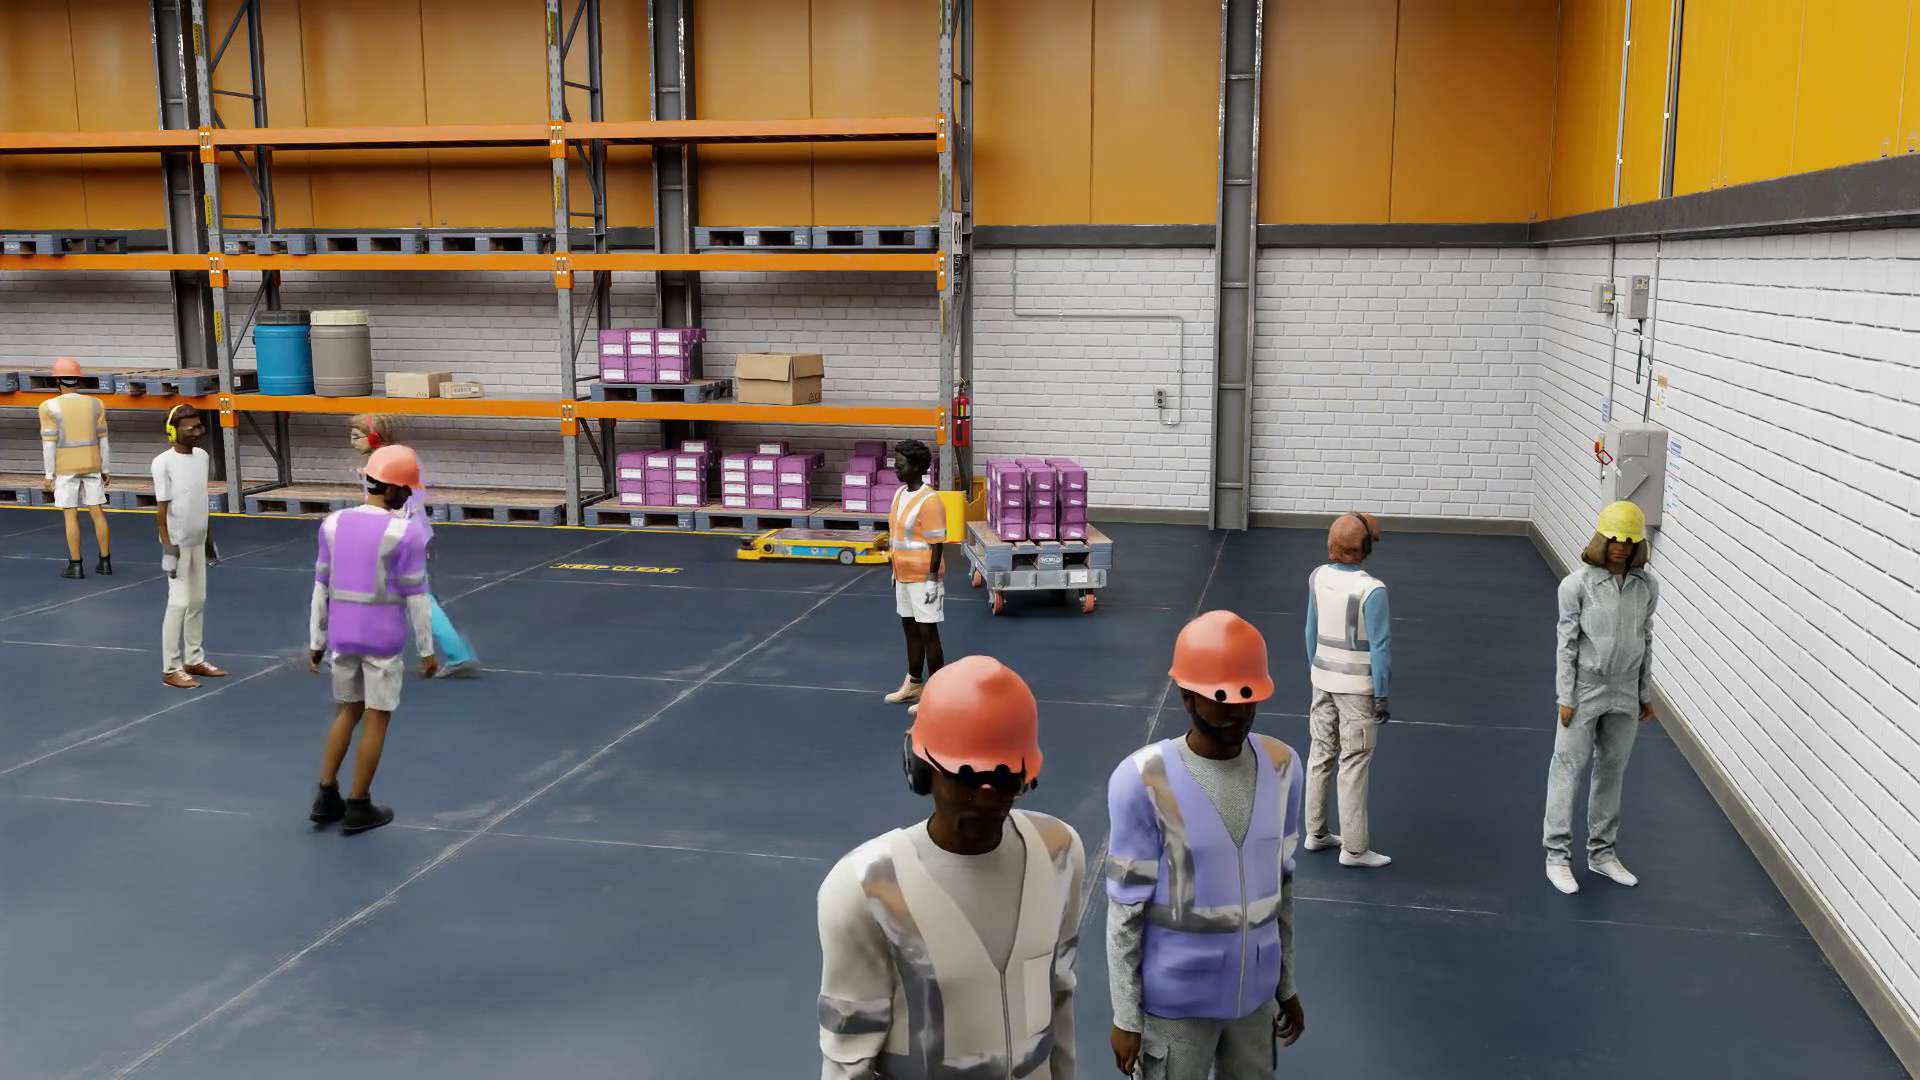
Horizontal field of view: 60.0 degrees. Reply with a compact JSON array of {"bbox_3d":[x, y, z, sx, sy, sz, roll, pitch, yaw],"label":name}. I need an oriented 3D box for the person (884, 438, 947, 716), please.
[{"bbox_3d":[-0.273,0.223,10.204,0.317,1.695,0.540,-5,11,-29],"label":"person"}]

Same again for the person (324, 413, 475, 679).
[{"bbox_3d":[-3.704,0.054,10.958,0.998,1.790,0.612,-1,10,-8],"label":"person"}]

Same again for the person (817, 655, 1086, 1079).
[{"bbox_3d":[0.020,1.218,3.293,0.612,2.039,0.392,-7,12,-34],"label":"person"}]

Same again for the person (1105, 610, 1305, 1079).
[{"bbox_3d":[0.633,1.122,4.166,0.553,1.935,0.362,-4,10,-24],"label":"person"}]

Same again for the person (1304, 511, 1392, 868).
[{"bbox_3d":[1.780,0.684,7.643,0.306,1.639,0.523,-5,11,-27],"label":"person"}]

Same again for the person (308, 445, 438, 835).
[{"bbox_3d":[-2.848,0.482,8.097,0.596,1.888,0.510,3,10,15],"label":"person"}]

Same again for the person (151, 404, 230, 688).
[{"bbox_3d":[-5.046,0.034,10.873,0.342,1.859,0.515,2,10,12],"label":"person"}]

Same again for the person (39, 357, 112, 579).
[{"bbox_3d":[-7.727,-0.628,14.527,0.376,1.935,0.550,8,13,40],"label":"person"}]

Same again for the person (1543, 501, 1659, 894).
[{"bbox_3d":[2.848,0.687,7.330,0.486,1.740,0.314,-2,10,-14],"label":"person"}]

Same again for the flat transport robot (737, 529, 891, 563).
[{"bbox_3d":[-1.287,0.046,15.465,1.431,0.197,0.652,2,10,10],"label":"flat transport robot"}]
